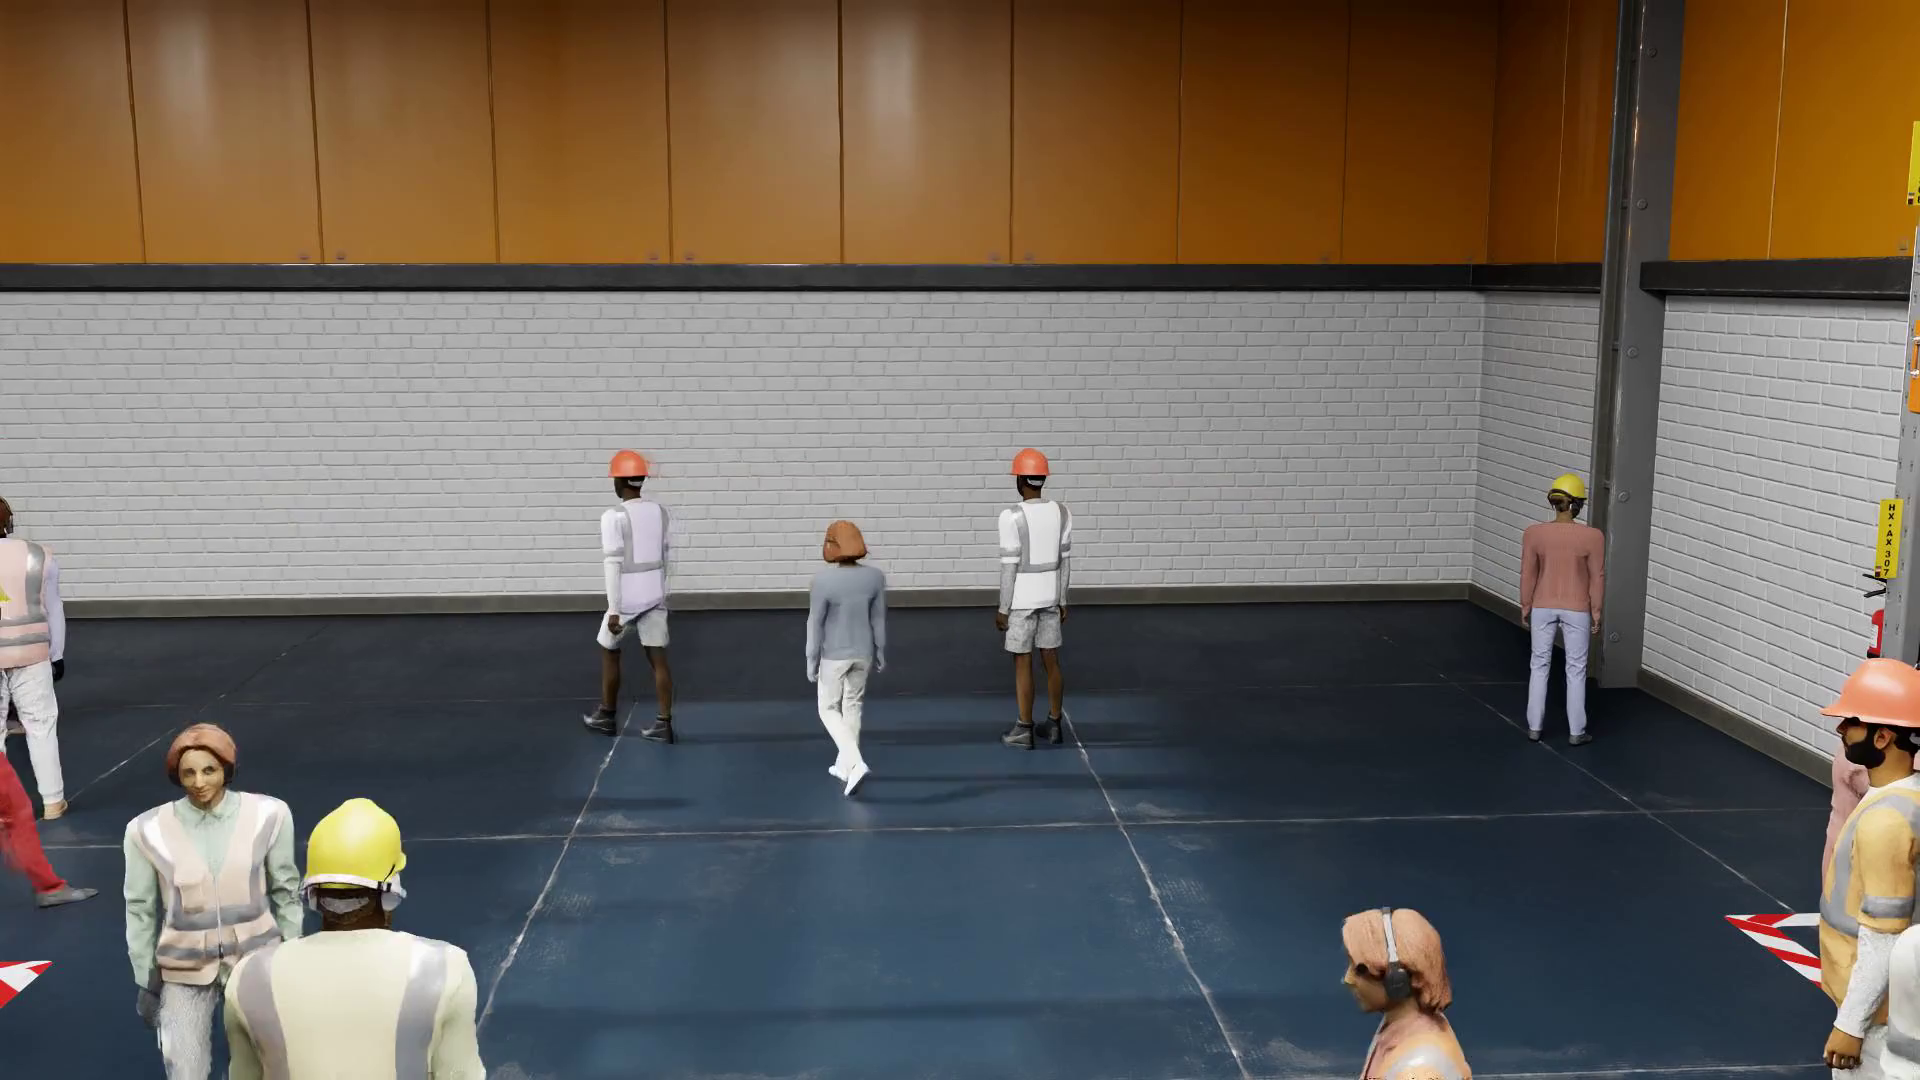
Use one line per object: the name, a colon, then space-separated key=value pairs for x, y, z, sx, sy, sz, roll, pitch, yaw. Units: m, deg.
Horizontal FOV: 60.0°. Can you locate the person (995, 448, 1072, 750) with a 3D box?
person: x=0.452 y=0.374 z=10.694 sx=0.551 sy=1.934 sz=0.373 roll=-6 pitch=11 yaw=-34

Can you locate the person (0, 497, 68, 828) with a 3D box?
person: x=-5.270 y=0.665 z=9.167 sx=0.624 sy=1.845 sz=0.430 roll=-6 pitch=11 yaw=-31

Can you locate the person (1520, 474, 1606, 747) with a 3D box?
person: x=3.888 y=0.453 z=10.750 sx=0.523 sy=1.762 sz=0.329 roll=5 pitch=11 yaw=31

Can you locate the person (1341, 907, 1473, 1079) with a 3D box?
person: x=1.013 y=1.628 z=3.756 sx=0.562 sy=1.628 sz=0.602 roll=2 pitch=9 yaw=10

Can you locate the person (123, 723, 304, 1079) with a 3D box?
person: x=-2.368 y=1.384 z=5.324 sx=0.517 sy=1.628 sz=0.364 roll=-5 pitch=10 yaw=-27

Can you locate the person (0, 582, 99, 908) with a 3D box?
person: x=-4.619 y=0.967 z=7.700 sx=0.539 sy=1.715 sz=0.950 roll=8 pitch=12 yaw=42

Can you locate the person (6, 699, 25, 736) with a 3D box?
person: x=-6.534 y=0.386 z=10.595 sx=0.652 sy=1.935 sz=1.028 roll=7 pitch=12 yaw=39

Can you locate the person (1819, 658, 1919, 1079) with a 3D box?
person: x=2.655 y=1.300 z=4.875 sx=0.359 sy=1.938 sz=0.547 roll=7 pitch=11 yaw=36

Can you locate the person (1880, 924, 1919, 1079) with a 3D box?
person: x=2.366 y=1.479 z=3.677 sx=0.624 sy=1.989 sz=0.774 roll=7 pitch=11 yaw=36

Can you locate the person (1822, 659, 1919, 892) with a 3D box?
person: x=3.131 y=1.240 z=5.352 sx=0.652 sy=1.906 sz=0.402 roll=5 pitch=11 yaw=31

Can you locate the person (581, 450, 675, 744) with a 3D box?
person: x=-2.178 y=0.364 z=10.861 sx=0.872 sy=1.900 sz=0.568 roll=8 pitch=12 yaw=40

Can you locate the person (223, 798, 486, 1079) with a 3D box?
person: x=-1.451 y=1.500 z=4.089 sx=0.621 sy=1.779 sz=0.915 roll=-1 pitch=9 yaw=-6

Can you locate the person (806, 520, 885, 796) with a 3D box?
person: x=-0.657 y=0.684 z=9.759 sx=0.516 sy=1.617 sz=0.667 roll=-6 pitch=11 yaw=-33
